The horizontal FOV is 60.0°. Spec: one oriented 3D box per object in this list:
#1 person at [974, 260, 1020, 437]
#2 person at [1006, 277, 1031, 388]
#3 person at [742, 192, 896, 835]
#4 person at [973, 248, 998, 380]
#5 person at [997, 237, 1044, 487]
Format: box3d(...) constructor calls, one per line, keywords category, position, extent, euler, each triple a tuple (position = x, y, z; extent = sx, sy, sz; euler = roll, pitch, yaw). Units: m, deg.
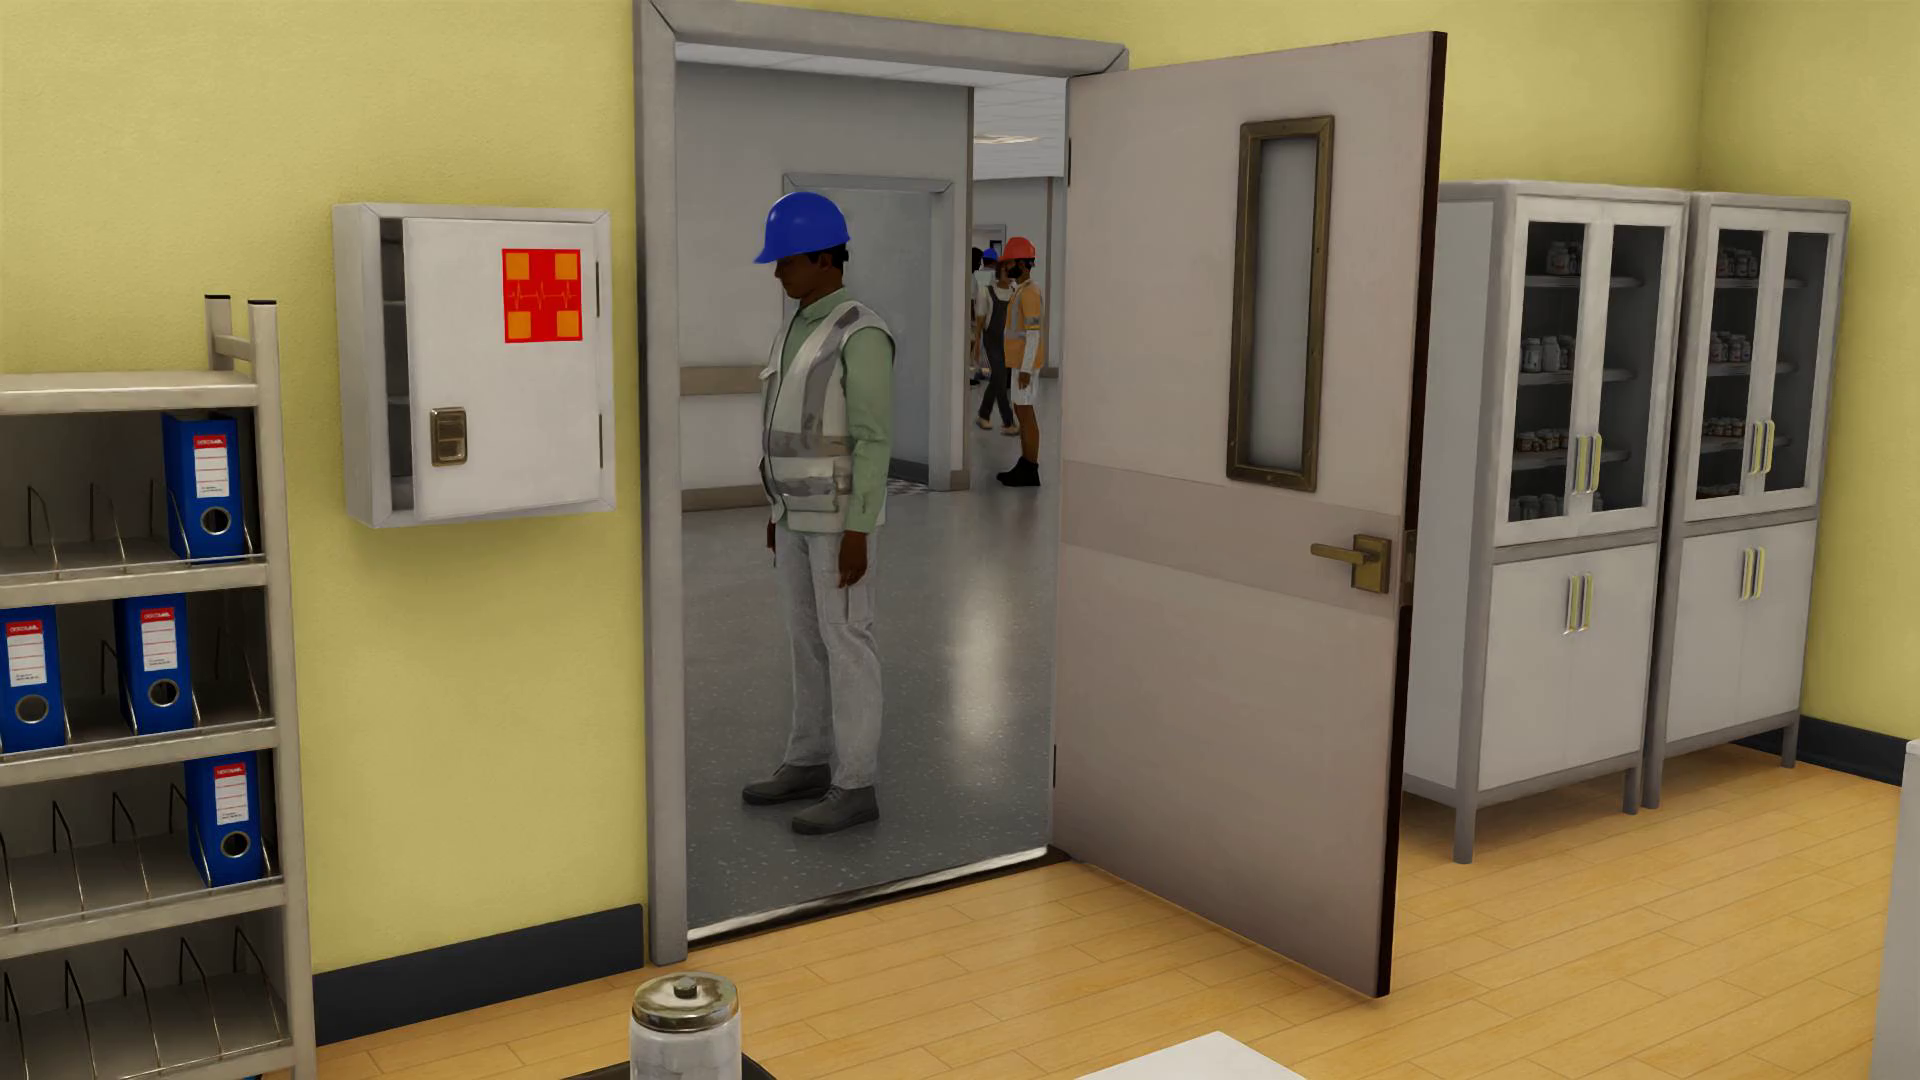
box3d(category="person", position=(0.401, -1.974, 16.941), extent=(0.523, 1.799, 0.971), euler=(-5, 11, -32))
box3d(category="person", position=(0.725, -3.017, 22.769), extent=(0.552, 1.932, 0.377), euler=(10, 13, 44))
box3d(category="person", position=(-0.433, -0.078, 5.104), extent=(0.403, 1.937, 0.604), euler=(-5, 11, -32))
box3d(category="person", position=(0.414, -3.307, 24.458), extent=(0.602, 1.940, 0.403), euler=(7, 11, 34))
box3d(category="person", position=(0.462, -1.382, 12.969), extent=(0.373, 1.934, 0.551), euler=(0, 10, -5))
